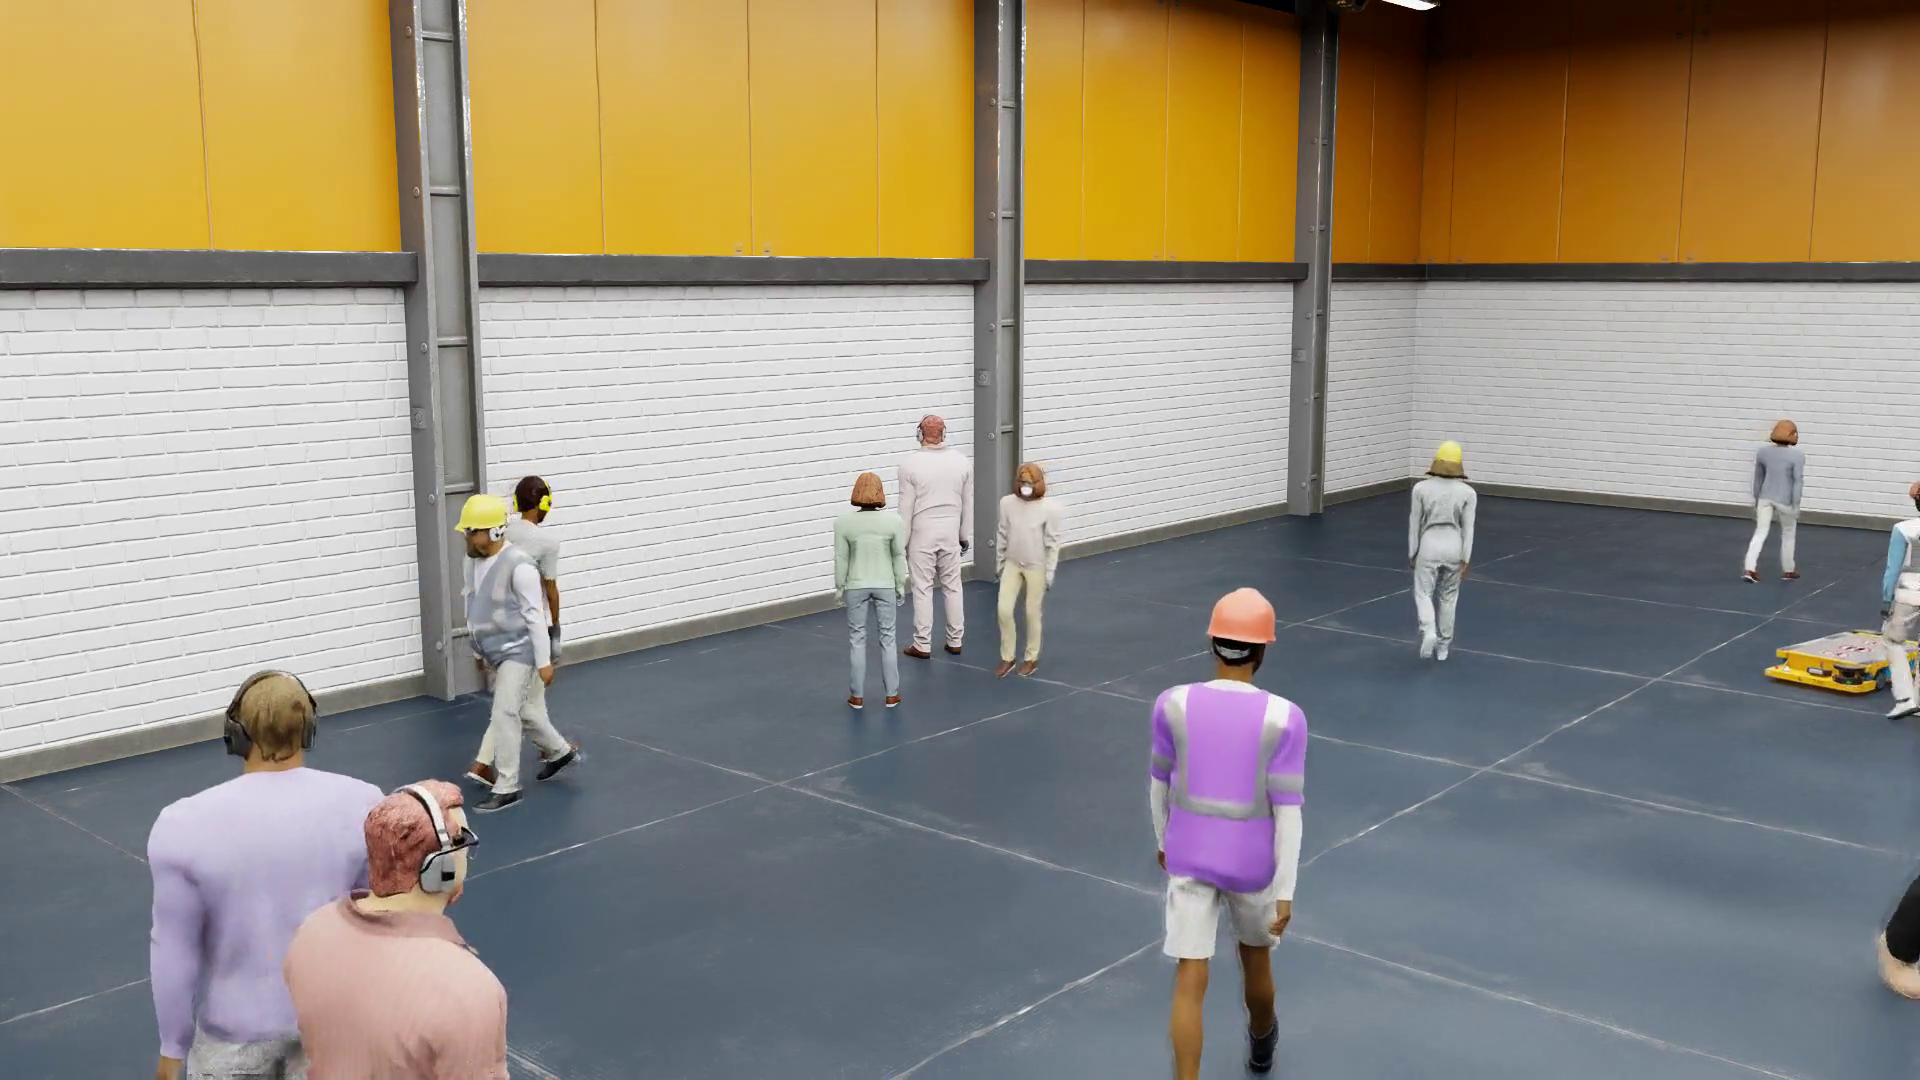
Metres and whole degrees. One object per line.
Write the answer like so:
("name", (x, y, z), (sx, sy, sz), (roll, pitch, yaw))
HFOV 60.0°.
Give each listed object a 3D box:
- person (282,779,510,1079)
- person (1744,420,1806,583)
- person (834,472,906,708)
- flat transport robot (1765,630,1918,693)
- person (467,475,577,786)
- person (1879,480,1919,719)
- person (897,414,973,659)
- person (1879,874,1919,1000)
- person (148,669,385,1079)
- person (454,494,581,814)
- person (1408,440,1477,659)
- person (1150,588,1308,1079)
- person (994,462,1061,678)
("person", (-1.262, 1.465, 3.675), (0.633, 1.878, 0.869), (5, 11, 31))
("person", (7.907, -0.376, 16.121), (0.833, 1.593, 0.510), (-7, 11, -36))
("person", (-0.618, 0.347, 11.448), (0.497, 1.634, 0.279), (-1, 9, -4))
("flat transport robot", (6.660, 0.886, 12.331), (1.431, 0.197, 0.652), (-7, 11, -36))
("person", (-2.653, 0.520, 9.873), (0.609, 1.837, 0.883), (5, 10, 29))
("person", (6.404, 0.407, 11.087), (0.532, 1.636, 0.406), (0, 9, 1))
("person", (-0.222, -0.031, 12.976), (0.652, 1.906, 0.402), (-5, 10, -28))
("person", (4.031, 0.940, 6.457), (0.685, 2.000, 0.989), (0, 9, 1))
("person", (-1.831, 1.305, 4.526), (0.657, 1.925, 0.497), (-7, 11, -36))
("person", (-2.481, 0.600, 9.418), (0.608, 1.792, 0.760), (9, 13, 44))
("person", (3.688, 0.098, 12.740), (0.491, 1.721, 0.576), (2, 9, 12))
("person", (0.943, 1.105, 5.896), (0.557, 1.881, 0.968), (3, 9, 16))
("person", (0.473, 0.228, 12.235), (0.520, 1.608, 0.545), (4, 10, 23))
